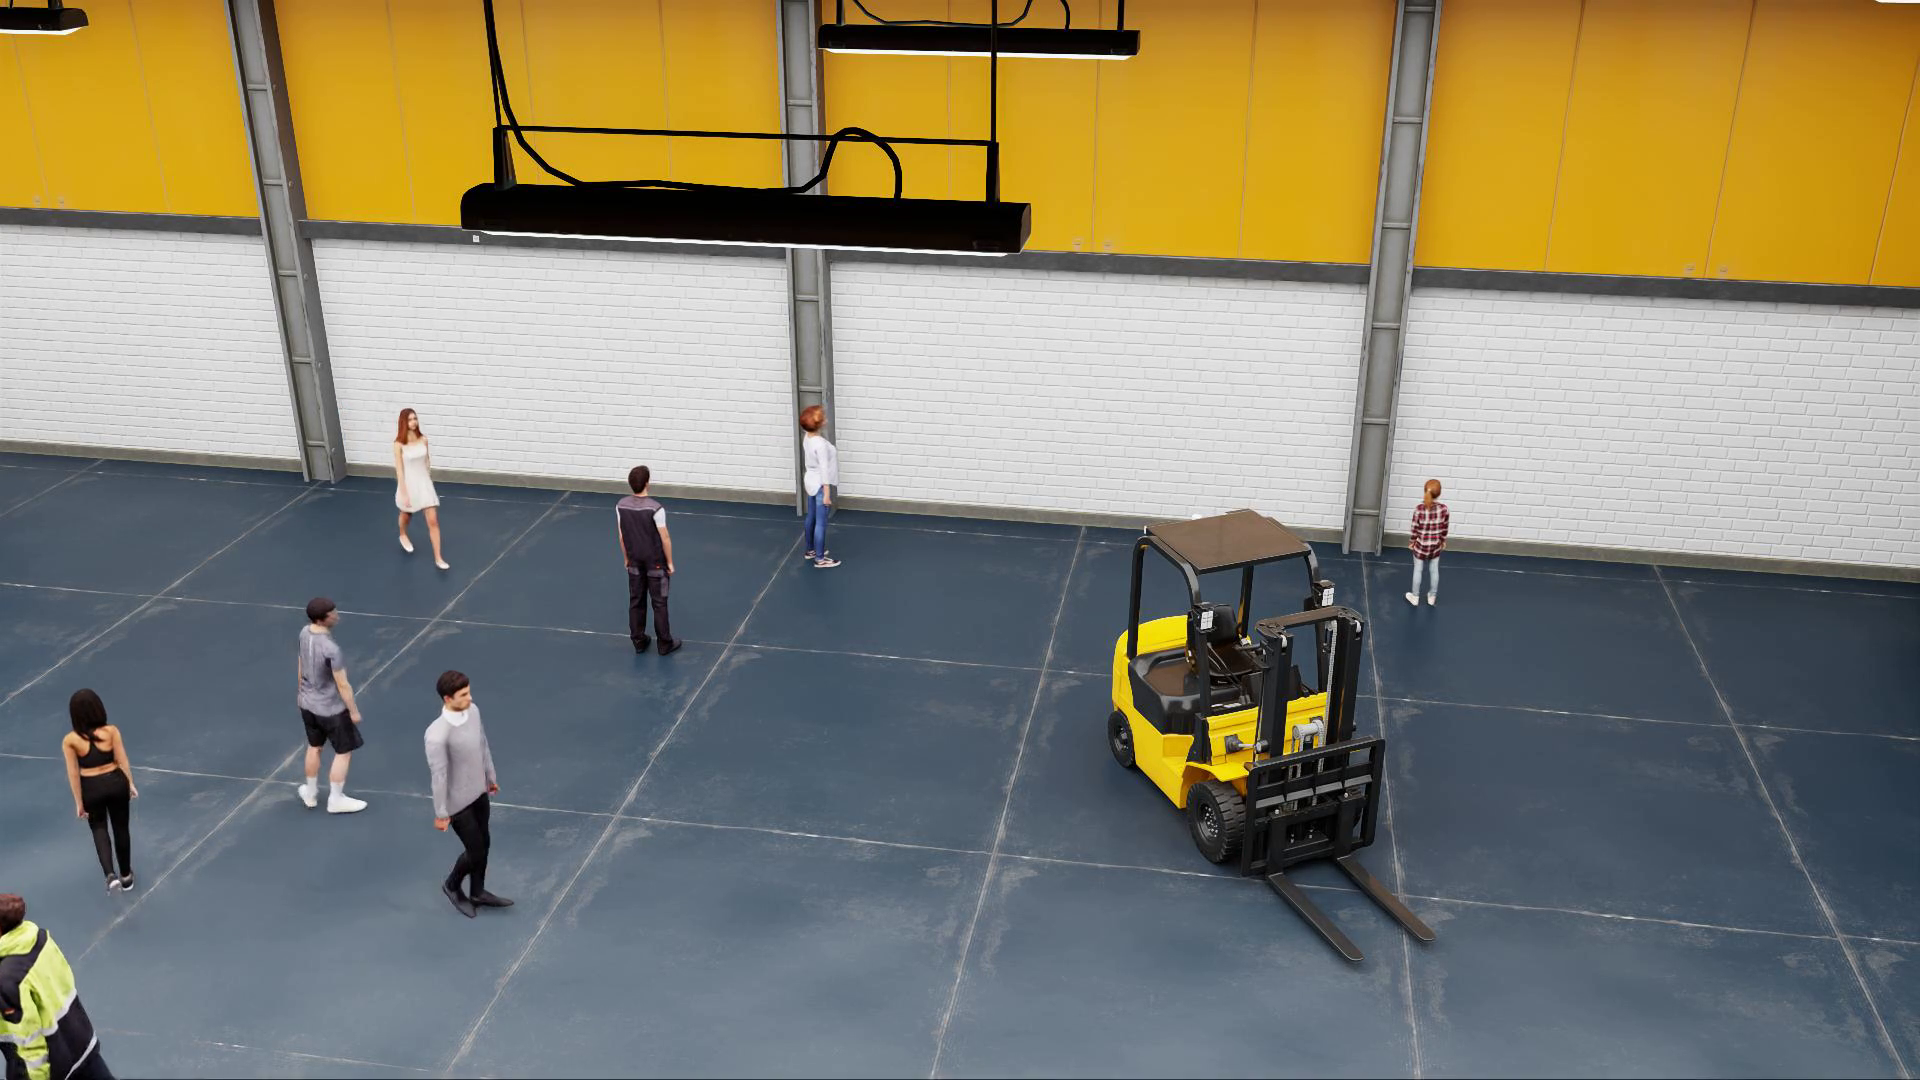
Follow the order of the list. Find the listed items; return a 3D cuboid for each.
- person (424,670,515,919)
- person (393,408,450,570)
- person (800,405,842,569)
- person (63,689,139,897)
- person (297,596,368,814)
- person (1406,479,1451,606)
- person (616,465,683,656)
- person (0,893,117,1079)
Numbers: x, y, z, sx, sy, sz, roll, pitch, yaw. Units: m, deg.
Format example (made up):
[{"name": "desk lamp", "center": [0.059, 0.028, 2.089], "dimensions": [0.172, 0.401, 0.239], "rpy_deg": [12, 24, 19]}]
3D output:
[{"name": "person", "center": [-3.546, 1.771, 11.597], "dimensions": [0.732, 1.907, 0.774], "rpy_deg": [6, 24, 14]}, {"name": "person", "center": [-5.685, -0.555, 17.209], "dimensions": [1.064, 1.674, 1.156], "rpy_deg": [-17, 29, -33]}, {"name": "person", "center": [-1.479, -0.578, 17.213], "dimensions": [0.775, 1.714, 0.742], "rpy_deg": [-10, 26, -22]}, {"name": "person", "center": [-6.070, 1.829, 11.809], "dimensions": [0.816, 1.631, 0.848], "rpy_deg": [-12, 26, -25]}, {"name": "person", "center": [-4.965, 1.278, 12.819], "dimensions": [0.761, 1.833, 1.001], "rpy_deg": [10, 26, 22]}, {"name": "person", "center": [4.606, 0.021, 16.351], "dimensions": [0.476, 1.307, 0.611], "rpy_deg": [1, 24, 2]}, {"name": "person", "center": [-2.881, 0.186, 15.296], "dimensions": [0.532, 1.849, 0.726], "rpy_deg": [6, 24, 14]}, {"name": "person", "center": [-4.980, 2.787, 9.244], "dimensions": [1.315, 1.930, 1.033], "rpy_deg": [-3, 24, -8]}]
